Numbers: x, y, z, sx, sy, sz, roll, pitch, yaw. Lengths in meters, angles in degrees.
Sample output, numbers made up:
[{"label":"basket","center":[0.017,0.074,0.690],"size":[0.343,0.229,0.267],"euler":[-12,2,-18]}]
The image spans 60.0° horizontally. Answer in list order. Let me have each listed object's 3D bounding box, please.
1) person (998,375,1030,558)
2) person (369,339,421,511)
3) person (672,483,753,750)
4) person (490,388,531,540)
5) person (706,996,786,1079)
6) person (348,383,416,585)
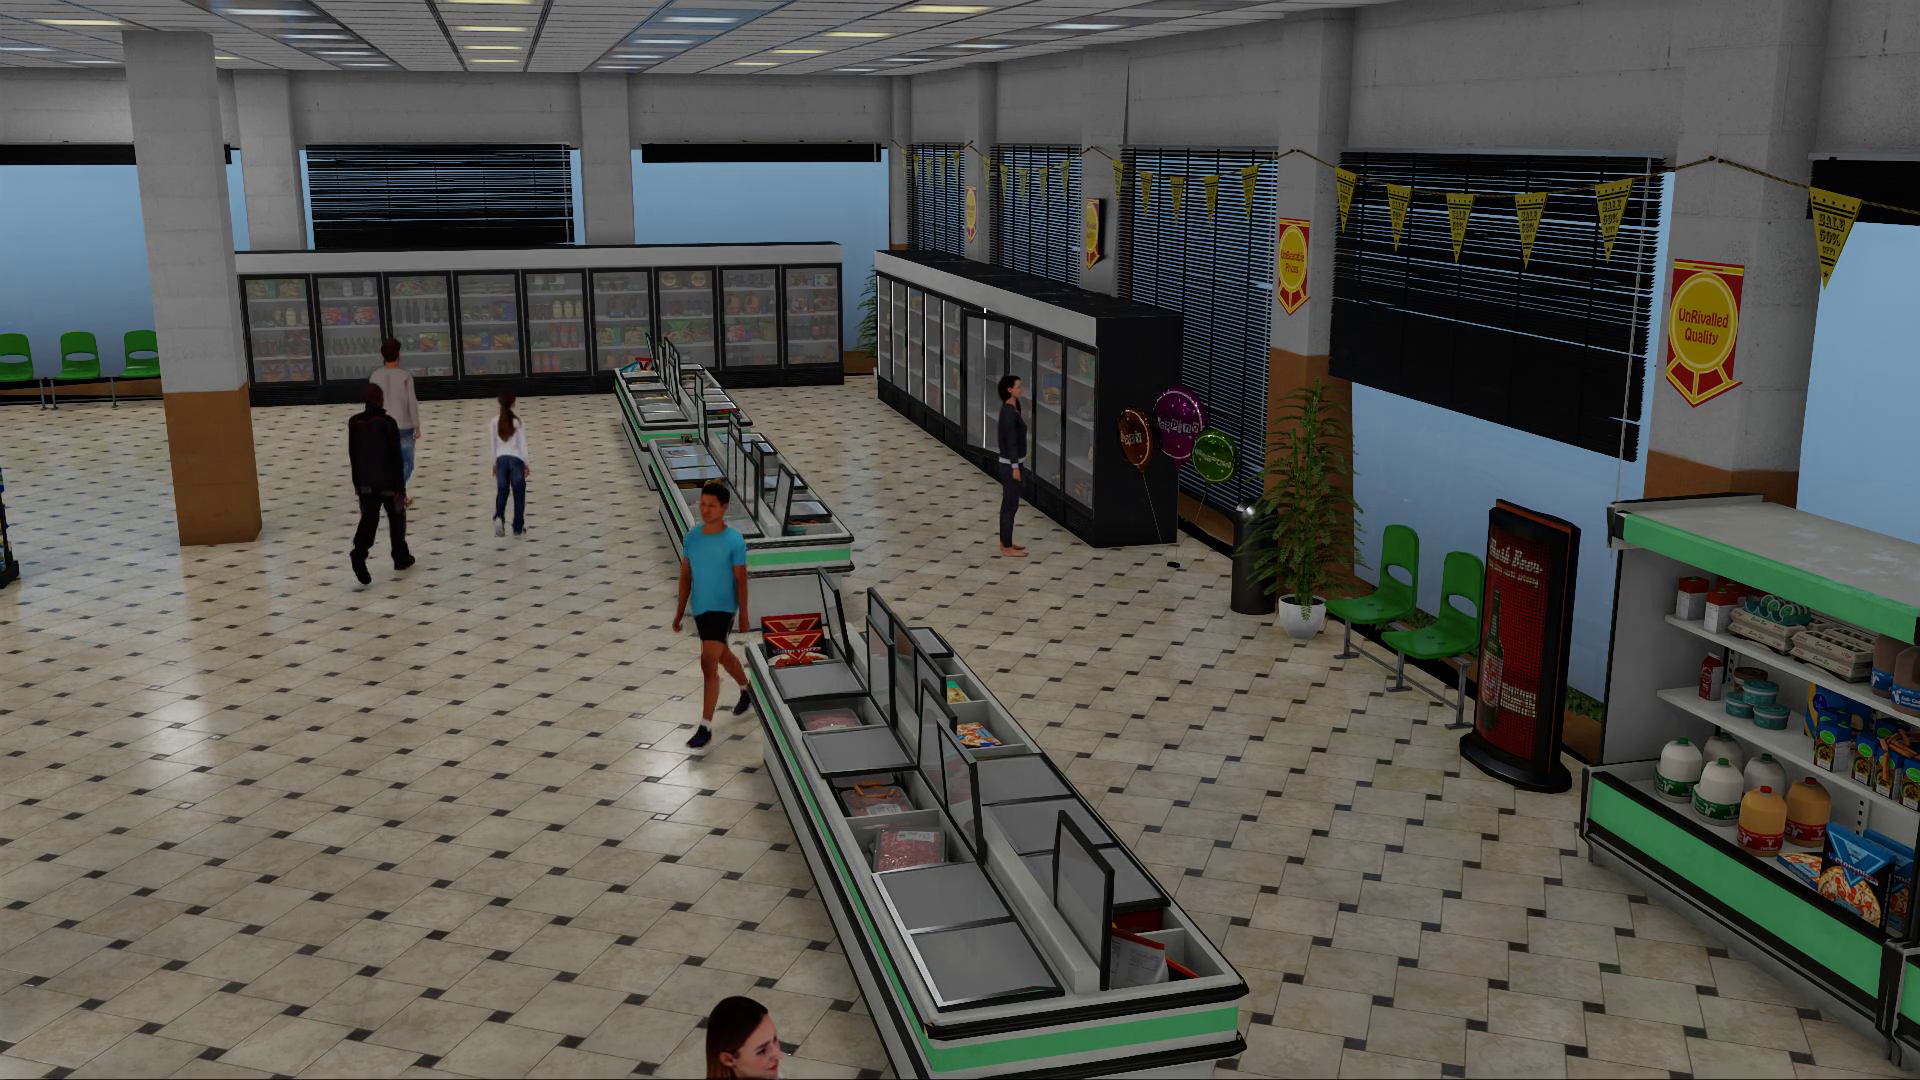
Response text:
[{"label":"person","center":[0.498,-0.738,16.281],"size":[0.709,1.768,0.526],"euler":[-1,14,-4]},{"label":"person","center":[-6.086,-1.186,17.886],"size":[0.887,1.882,1.181],"euler":[1,14,2]},{"label":"person","center":[-1.620,0.484,11.323],"size":[1.135,1.730,1.216],"euler":[7,15,27]},{"label":"person","center":[-4.569,-0.742,16.772],"size":[0.675,1.544,0.857],"euler":[1,14,4]},{"label":"person","center":[-0.618,2.092,4.776],"size":[0.766,1.691,0.670],"euler":[4,14,18]},{"label":"person","center":[-5.395,-0.526,15.308],"size":[0.997,1.815,1.266],"euler":[2,14,8]}]
